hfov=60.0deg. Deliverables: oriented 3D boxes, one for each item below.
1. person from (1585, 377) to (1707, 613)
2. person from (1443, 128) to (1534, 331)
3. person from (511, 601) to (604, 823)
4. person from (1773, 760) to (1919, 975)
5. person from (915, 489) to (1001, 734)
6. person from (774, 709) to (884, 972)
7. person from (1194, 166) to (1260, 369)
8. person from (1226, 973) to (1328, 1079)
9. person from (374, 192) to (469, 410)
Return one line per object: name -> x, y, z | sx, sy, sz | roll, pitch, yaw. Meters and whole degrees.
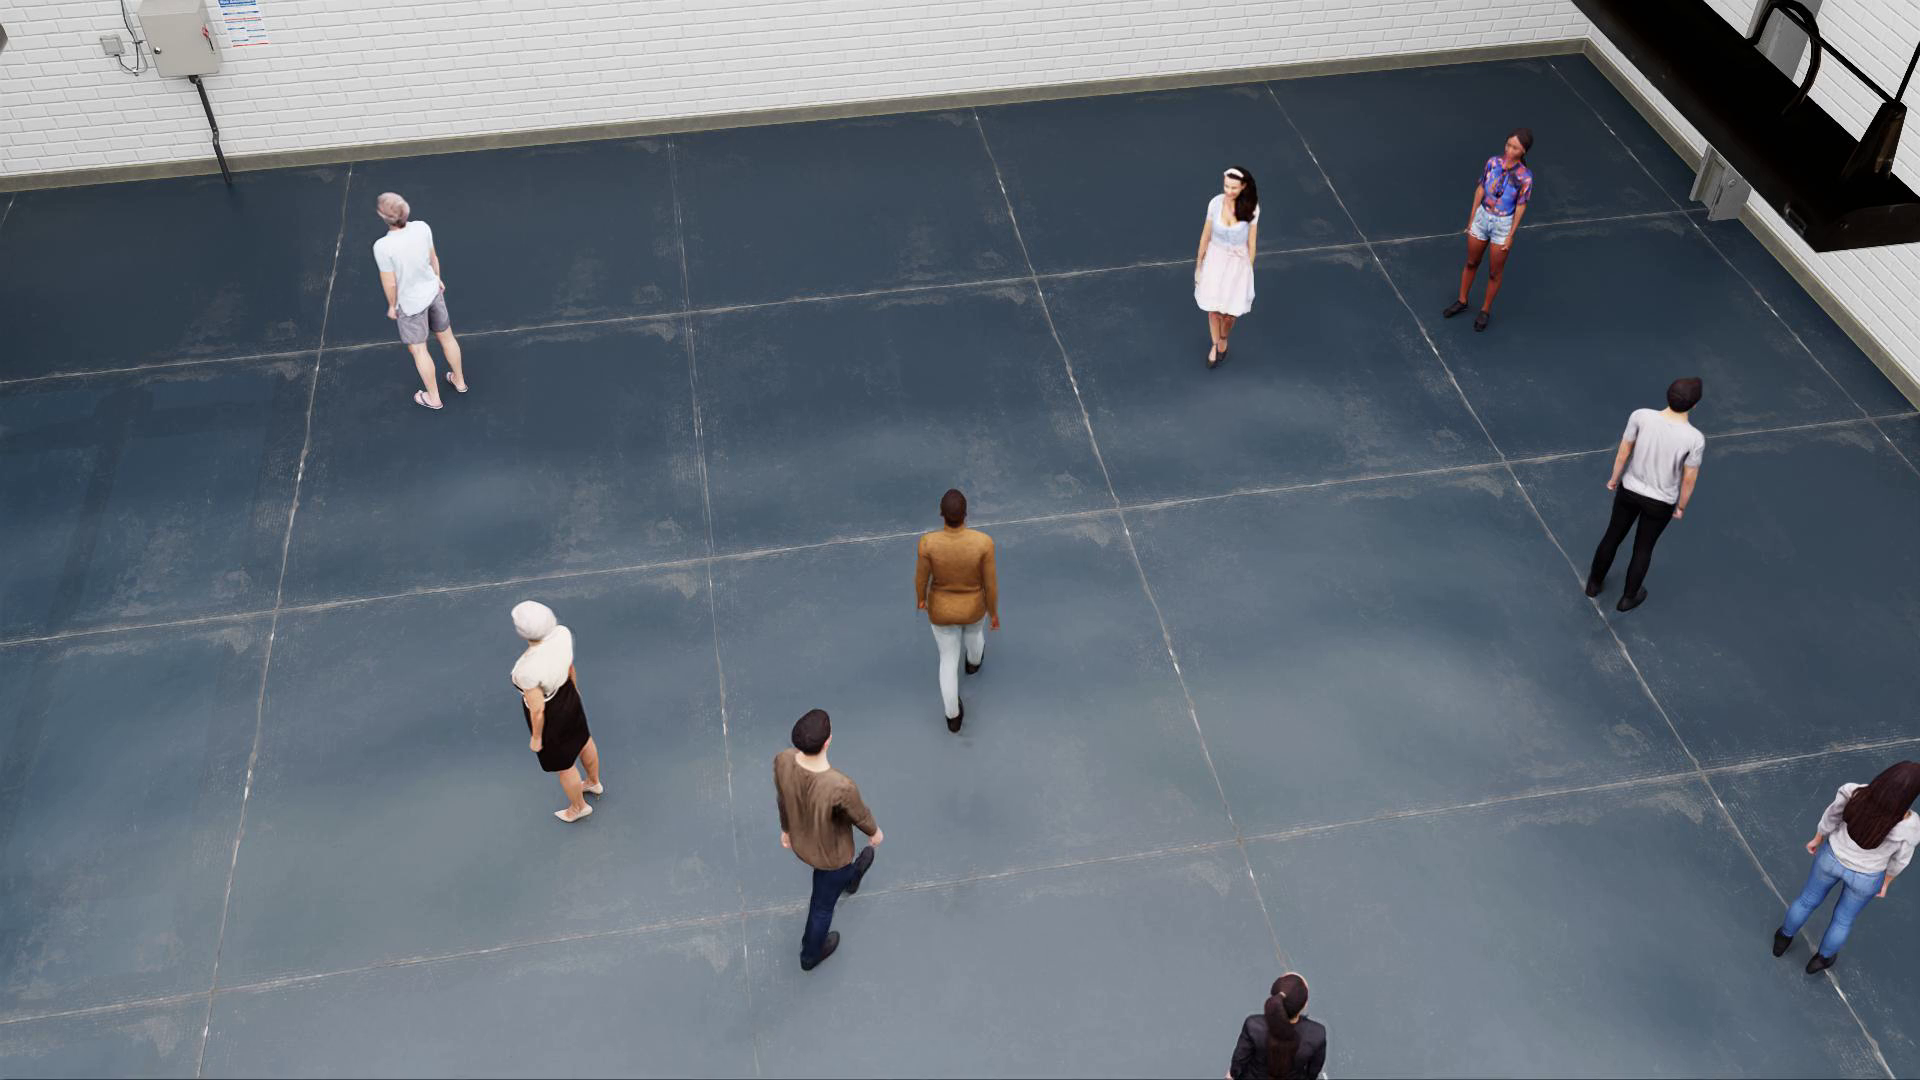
person -> 4.503, -0.306, 10.906 | 0.708, 1.862, 0.796 | 30, 51, 28
person -> 4.267, -2.493, 13.295 | 0.649, 1.735, 0.729 | 31, 52, 28
person -> -2.324, 1.005, 9.609 | 0.764, 1.754, 0.651 | 15, 46, 16
person -> 4.773, 1.751, 8.915 | 0.644, 1.631, 0.740 | 33, 53, 30
person -> -0.019, 0.487, 10.128 | 0.784, 1.789, 1.041 | 0, 44, 0
person -> -0.779, 1.660, 8.849 | 1.074, 1.854, 1.124 | 28, 50, 26
person -> 2.075, -2.126, 12.860 | 0.857, 1.804, 0.935 | 14, 45, 15
person -> 1.497, 2.604, 7.962 | 0.624, 1.711, 0.569 | 5, 44, 6
person -> -4.069, -1.807, 12.504 | 0.775, 1.832, 0.733 | 30, 51, 28
